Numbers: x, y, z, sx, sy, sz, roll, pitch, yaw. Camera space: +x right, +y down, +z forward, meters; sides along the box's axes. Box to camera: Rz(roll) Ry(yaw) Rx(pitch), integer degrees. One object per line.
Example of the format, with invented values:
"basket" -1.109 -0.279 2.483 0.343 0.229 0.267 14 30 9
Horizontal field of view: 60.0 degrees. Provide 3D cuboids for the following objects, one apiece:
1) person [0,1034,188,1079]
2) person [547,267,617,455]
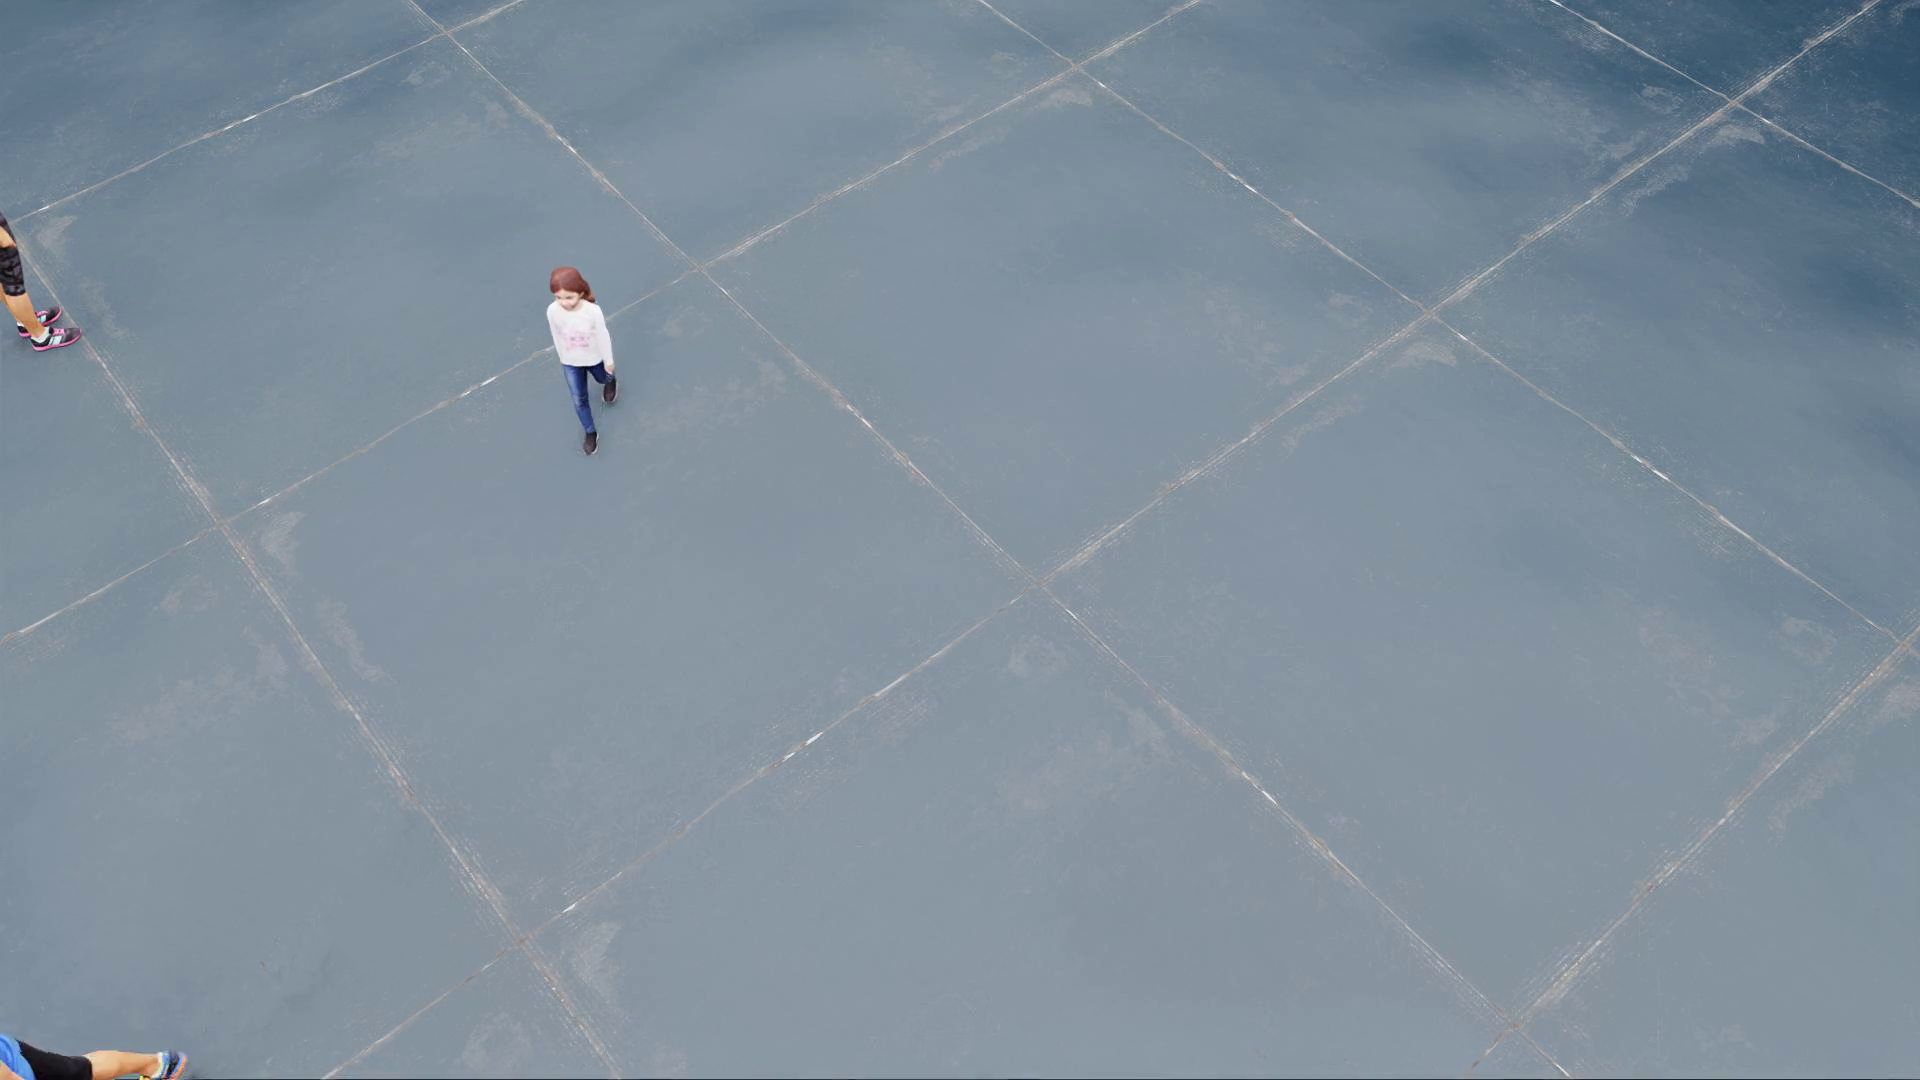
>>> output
"person" -3.358 1.880 5.933 0.884 1.823 1.314 26 57 19
"person" -1.942 -1.005 8.629 0.759 1.092 0.783 -1 52 -1
